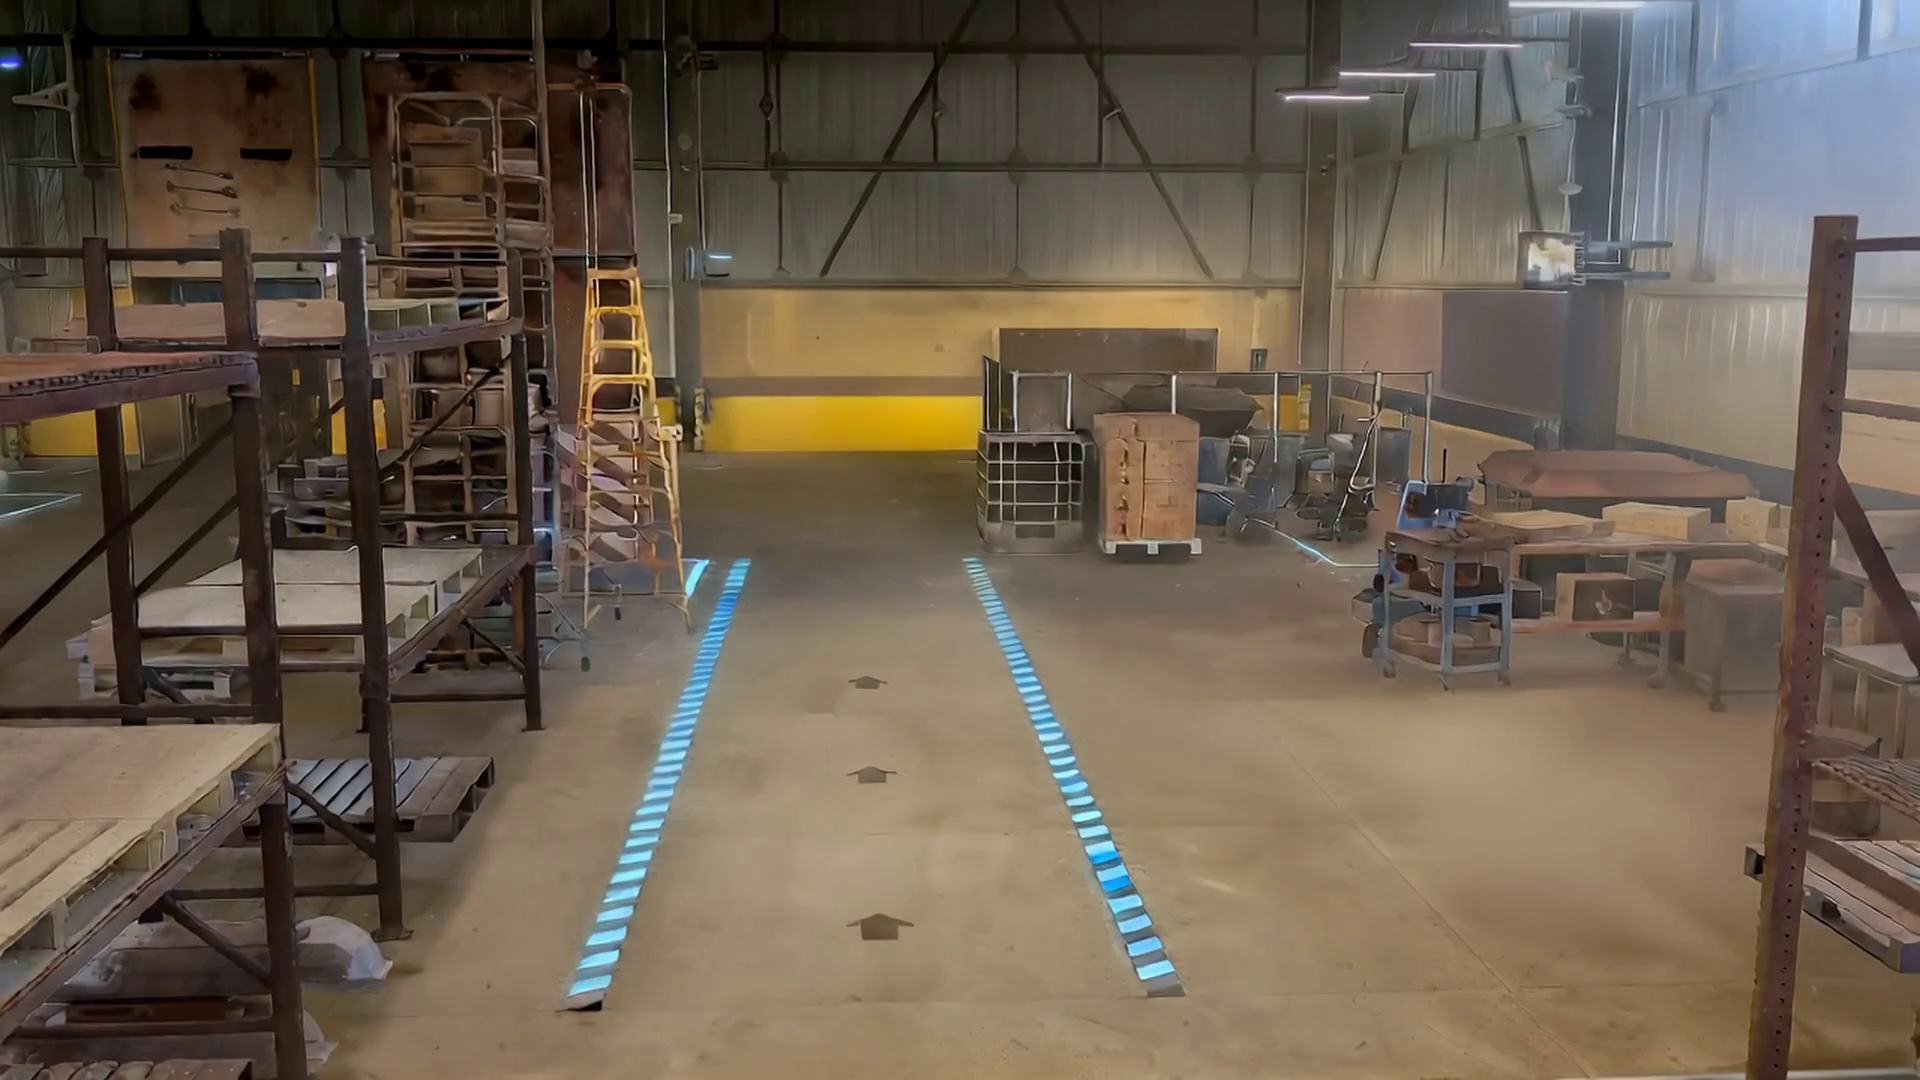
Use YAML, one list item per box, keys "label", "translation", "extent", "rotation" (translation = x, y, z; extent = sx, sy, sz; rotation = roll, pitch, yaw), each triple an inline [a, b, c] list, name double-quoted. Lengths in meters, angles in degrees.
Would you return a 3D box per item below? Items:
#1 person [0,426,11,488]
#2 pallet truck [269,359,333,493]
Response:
- label: "person"
  translation: [-13.159, -1.662, 22.551]
  extent: [0.389, 1.930, 0.544]
  rotation: [-8, 12, -41]
- label: "pallet truck"
  translation: [-7.062, -1.131, 18.996]
  extent: [1.885, 1.965, 0.823]
  rotation: [2, 9, 13]
